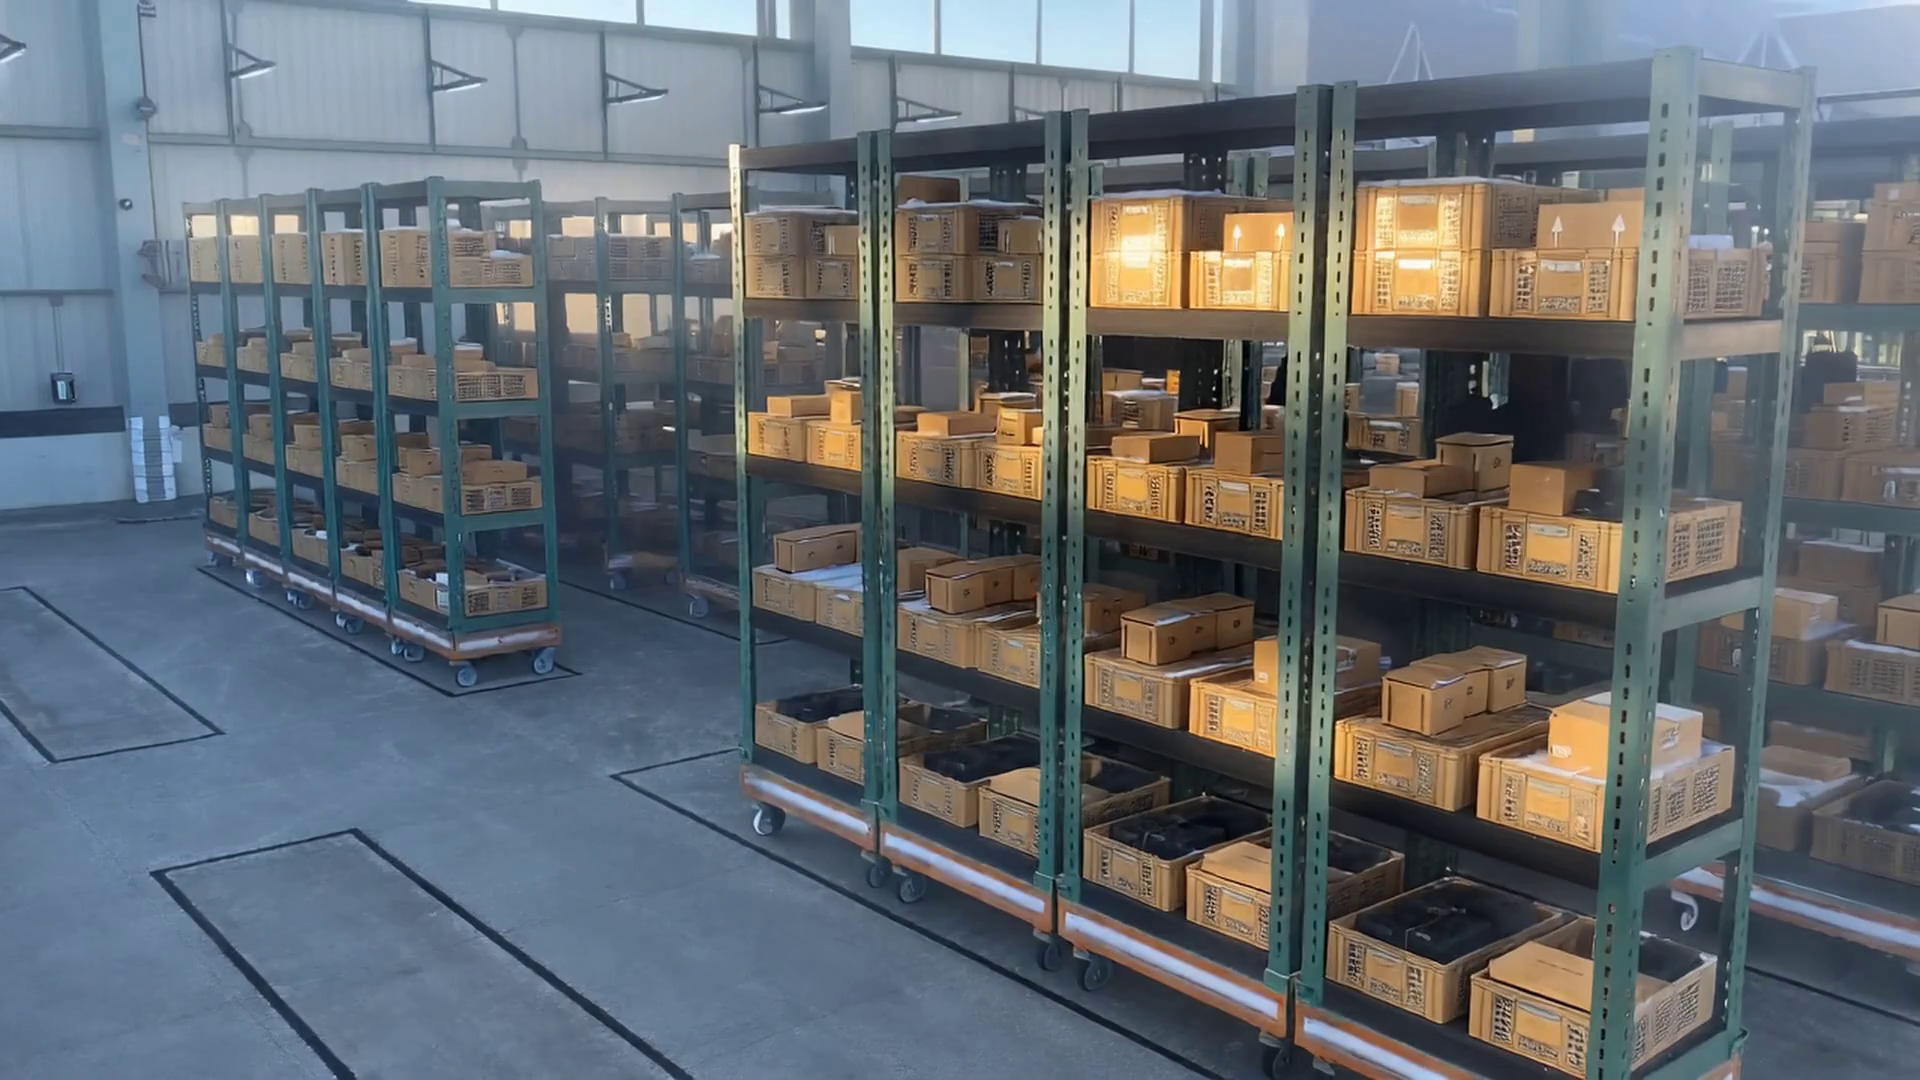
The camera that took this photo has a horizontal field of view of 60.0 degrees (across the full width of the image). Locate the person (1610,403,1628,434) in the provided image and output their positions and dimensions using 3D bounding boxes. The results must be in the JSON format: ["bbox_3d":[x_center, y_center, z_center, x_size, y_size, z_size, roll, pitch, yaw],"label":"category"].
[{"bbox_3d":[5.745,-0.360,14.298,0.612,2.031,0.640,-9,13,-43],"label":"person"}]
